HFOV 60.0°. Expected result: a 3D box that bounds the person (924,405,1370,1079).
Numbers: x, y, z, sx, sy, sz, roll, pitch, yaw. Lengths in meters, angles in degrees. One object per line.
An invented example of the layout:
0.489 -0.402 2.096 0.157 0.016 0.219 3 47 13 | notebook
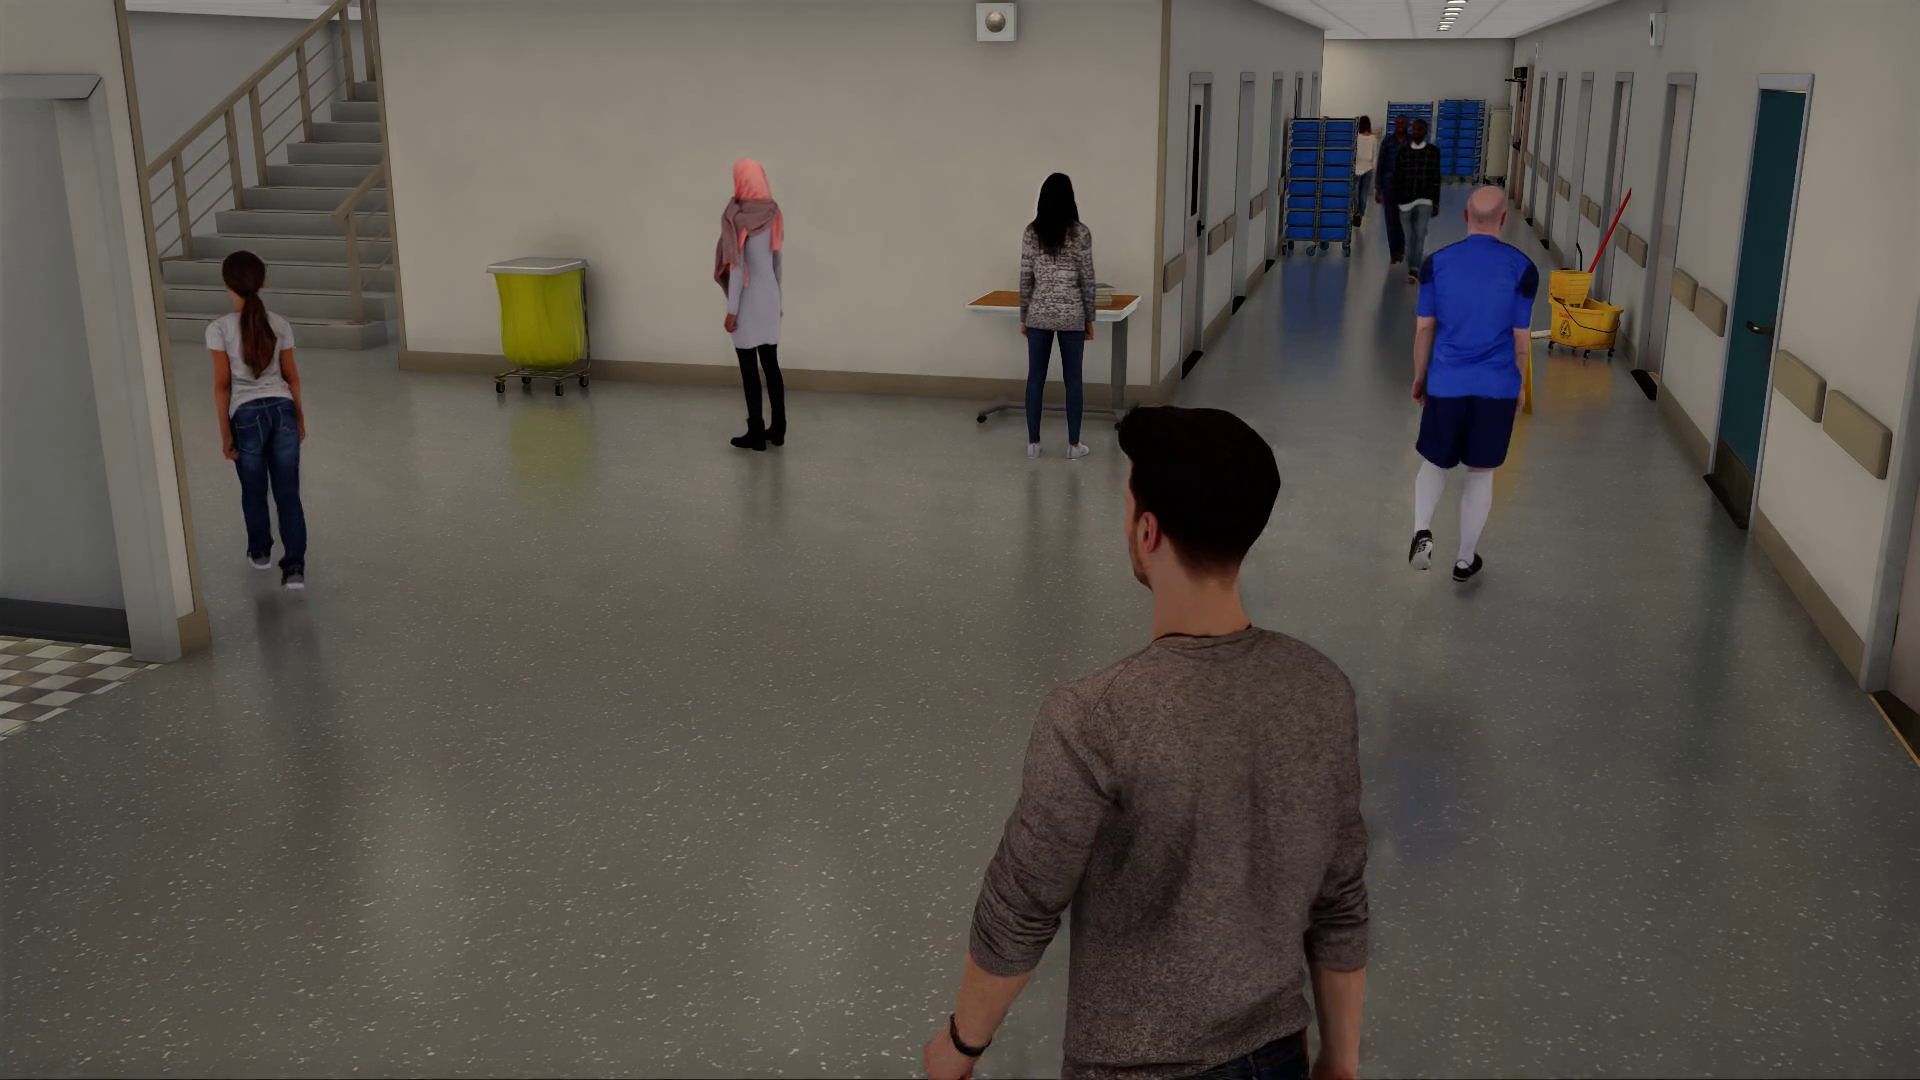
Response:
0.364 0.799 2.254 1.168 1.869 1.196 -10 19 -33 | person

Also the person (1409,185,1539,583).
2.298 -0.669 7.539 0.778 1.827 0.935 8 18 26 | person

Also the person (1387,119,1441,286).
5.086 -3.747 18.547 0.793 1.778 1.155 7 17 22 | person

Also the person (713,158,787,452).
-1.286 -1.470 10.423 0.785 1.803 0.667 13 20 38 | person

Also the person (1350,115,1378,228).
6.134 -5.609 25.349 0.735 1.671 0.731 -2 16 -9 | person

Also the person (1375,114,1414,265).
5.417 -4.330 20.552 0.694 1.811 0.661 5 17 18 | person

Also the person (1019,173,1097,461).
0.585 -1.370 10.200 0.615 1.732 0.505 4 16 13 | person

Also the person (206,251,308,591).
-3.117 -0.496 7.489 1.031 1.520 1.077 -9 18 -30 | person
